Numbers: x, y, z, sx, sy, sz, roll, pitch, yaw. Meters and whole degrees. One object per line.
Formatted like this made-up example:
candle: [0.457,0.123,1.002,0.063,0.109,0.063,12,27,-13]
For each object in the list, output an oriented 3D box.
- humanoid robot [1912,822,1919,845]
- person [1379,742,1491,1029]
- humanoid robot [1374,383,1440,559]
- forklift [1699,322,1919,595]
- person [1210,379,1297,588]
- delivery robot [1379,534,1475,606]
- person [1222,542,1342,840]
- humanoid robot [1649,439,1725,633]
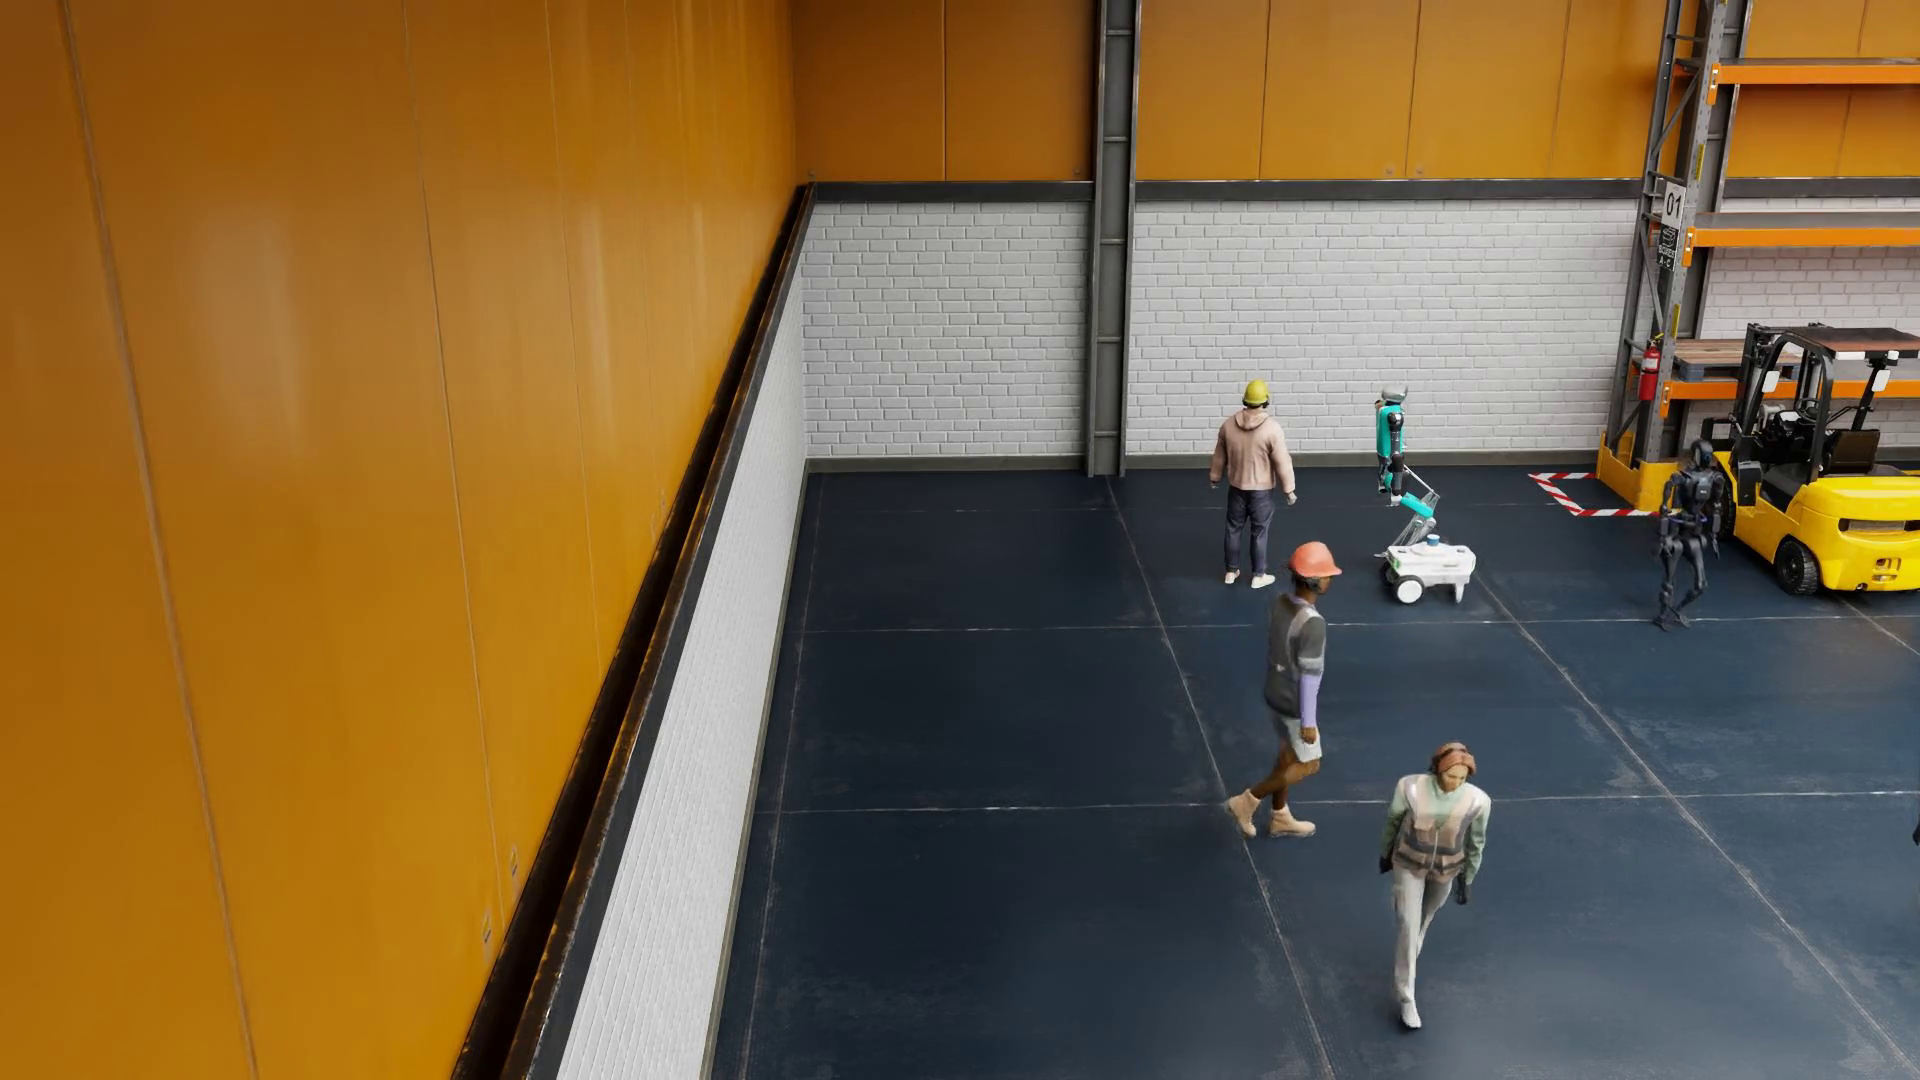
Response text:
humanoid robot: [5.725,1.532,9.371,0.596,1.636,0.493,7,21,19]
person: [2.495,1.777,8.815,0.512,1.582,0.792,2,20,5]
humanoid robot: [4.004,-0.565,14.772,0.735,1.675,0.533,-1,20,-2]
forklift: [7.809,-0.792,14.926,1.214,2.155,2.313,-1,20,-2]
person: [2.542,-0.485,14.553,0.796,1.870,0.410,12,23,29]
delivery robot: [4.059,0.251,14.462,0.769,0.598,0.517,-1,20,-2]
person: [2.012,0.988,10.328,0.621,2.031,0.647,-4,21,-10]
humanoid robot: [5.928,-0.030,13.594,0.583,1.645,0.335,-4,21,-11]
